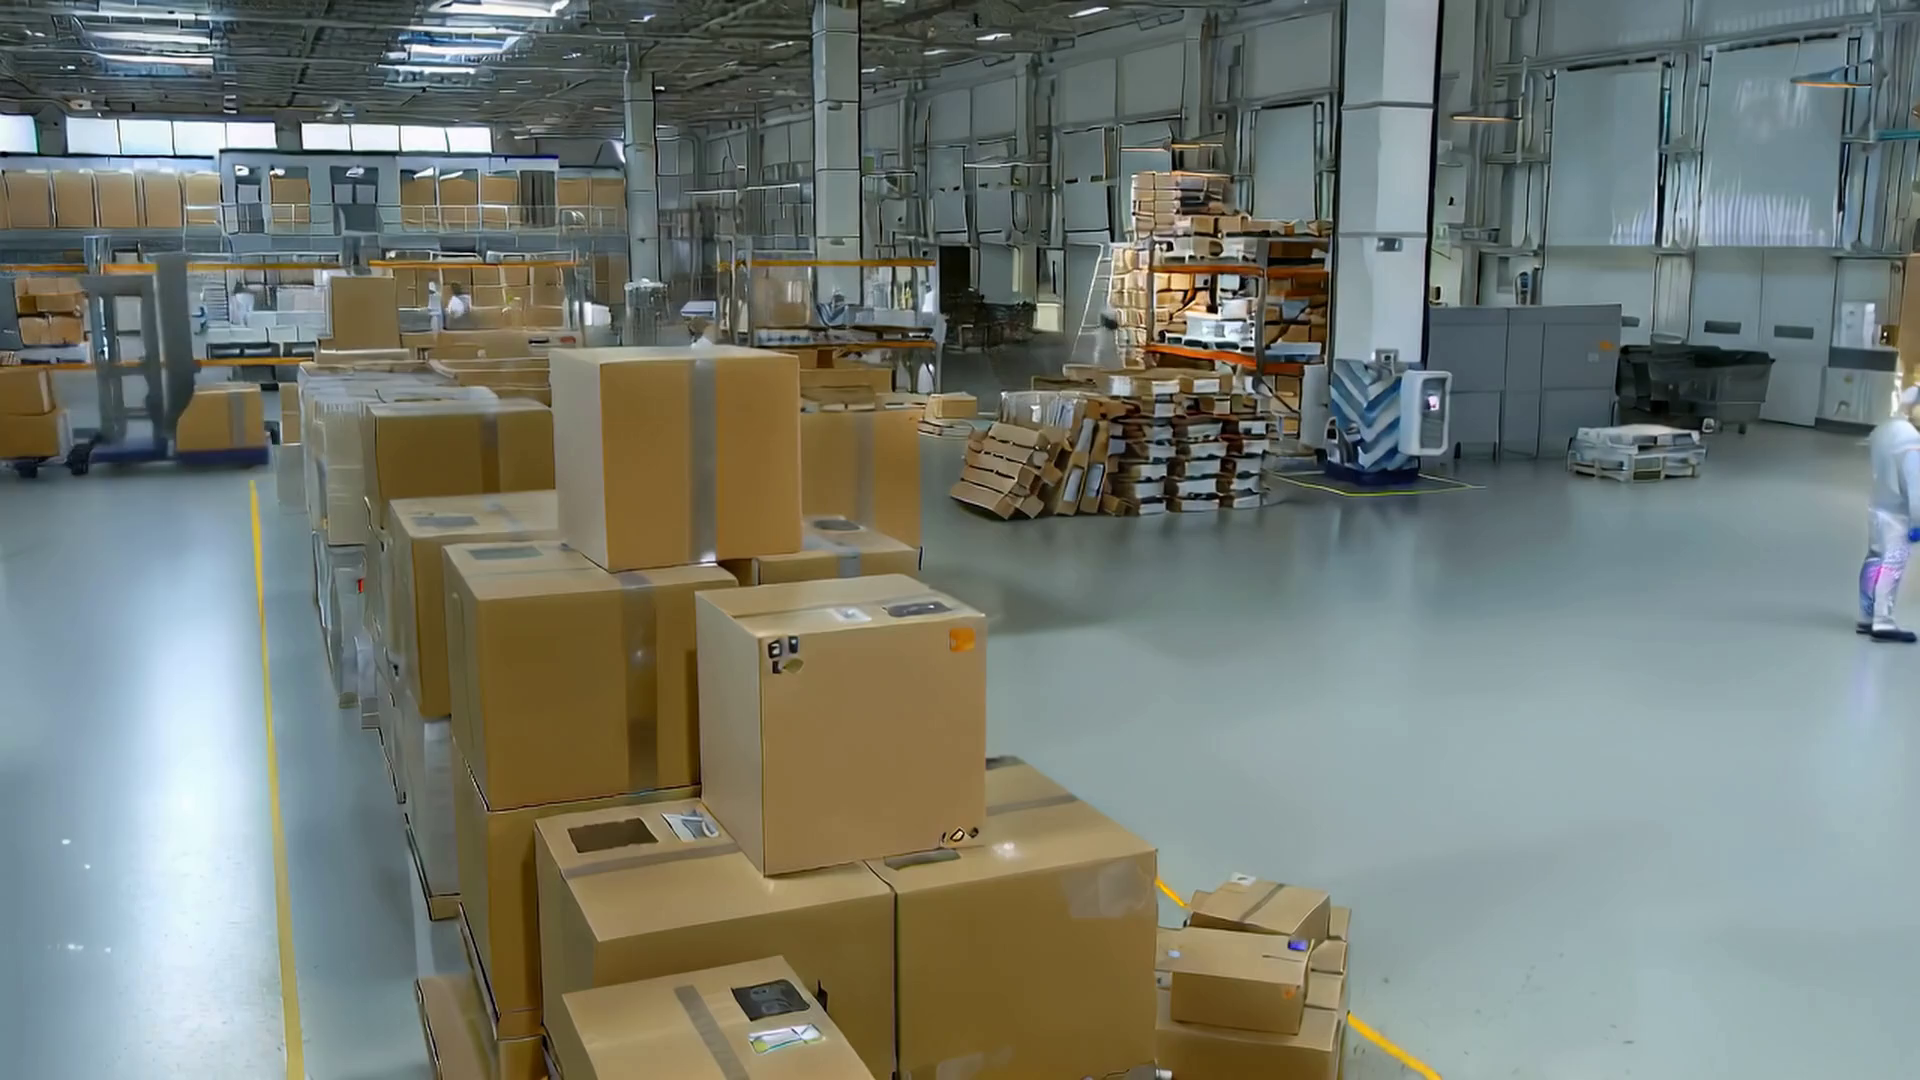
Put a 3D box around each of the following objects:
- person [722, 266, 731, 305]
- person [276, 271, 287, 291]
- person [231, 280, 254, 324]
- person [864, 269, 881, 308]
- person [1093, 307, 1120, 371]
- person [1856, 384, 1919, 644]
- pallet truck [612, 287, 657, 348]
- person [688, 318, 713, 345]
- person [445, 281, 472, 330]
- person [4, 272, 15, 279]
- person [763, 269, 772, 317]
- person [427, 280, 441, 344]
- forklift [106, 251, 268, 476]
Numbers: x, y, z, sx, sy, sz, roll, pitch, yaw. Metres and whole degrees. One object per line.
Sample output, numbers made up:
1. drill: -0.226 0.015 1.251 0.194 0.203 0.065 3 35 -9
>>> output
1. person: -10.437 -11.488 74.920 0.622 1.822 0.457 -8 13 -38
2. person: -22.198 -7.815 54.409 0.392 1.919 0.591 0 10 2
3. person: -18.643 -5.785 43.198 0.404 1.922 0.560 10 14 43
4. person: -3.201 -8.785 59.845 0.701 1.877 0.942 1 10 4
5. person: 2.321 -2.962 27.826 0.894 1.867 0.654 4 11 19
6. person: 6.963 -0.194 12.385 0.377 1.931 0.636 0 10 1
7. pallet truck: -6.464 -4.406 35.401 0.823 1.965 1.885 6 12 32
8. person: -3.493 -2.019 22.426 0.372 1.934 0.627 -6 12 -31
9. person: -11.636 -5.034 38.743 0.777 2.000 0.692 3 11 18
10. person: -30.411 -7.625 53.311 0.369 1.937 0.552 3 11 17
11. person: -7.398 -9.503 63.876 0.309 1.860 0.532 -3 11 -17
12. person: -14.068 -6.001 44.508 0.358 1.883 0.572 -8 13 -36
13. forklift: -10.019 -2.307 21.401 1.873 2.768 1.129 -4 11 -23
